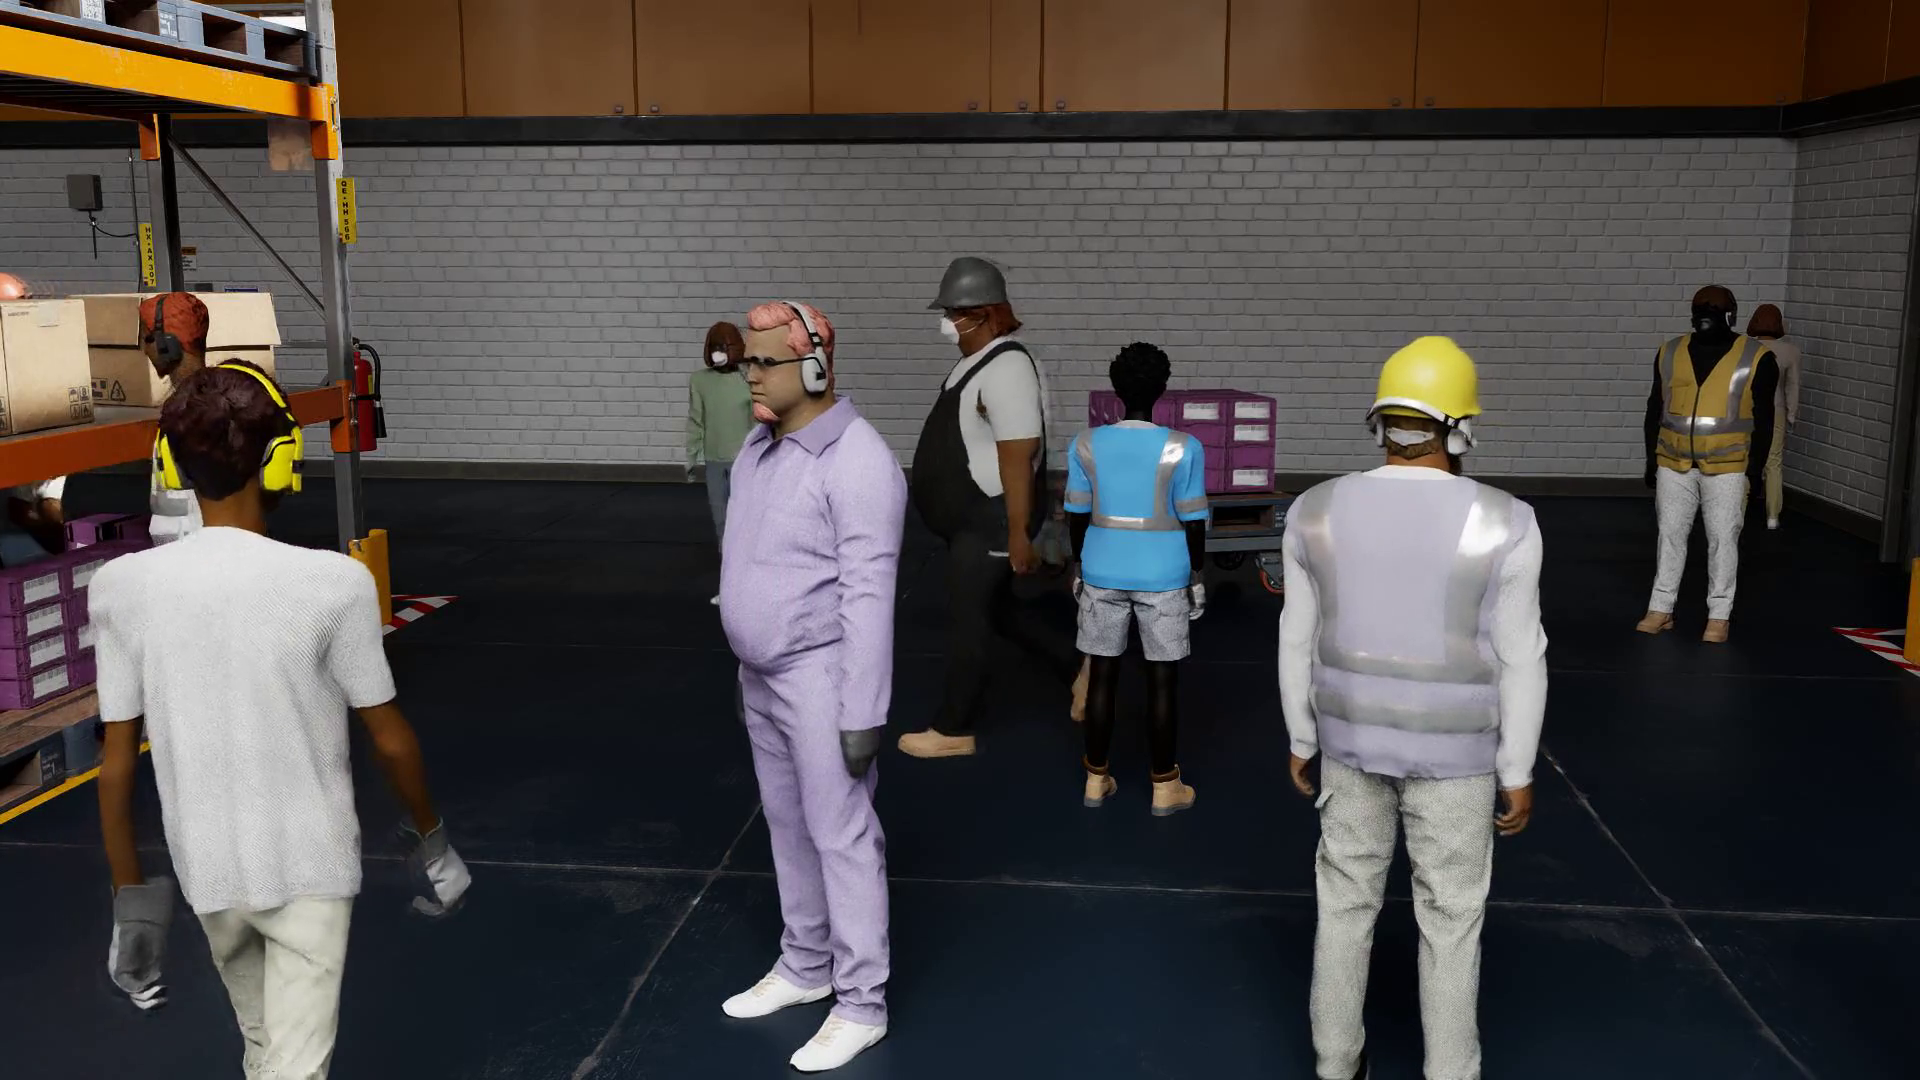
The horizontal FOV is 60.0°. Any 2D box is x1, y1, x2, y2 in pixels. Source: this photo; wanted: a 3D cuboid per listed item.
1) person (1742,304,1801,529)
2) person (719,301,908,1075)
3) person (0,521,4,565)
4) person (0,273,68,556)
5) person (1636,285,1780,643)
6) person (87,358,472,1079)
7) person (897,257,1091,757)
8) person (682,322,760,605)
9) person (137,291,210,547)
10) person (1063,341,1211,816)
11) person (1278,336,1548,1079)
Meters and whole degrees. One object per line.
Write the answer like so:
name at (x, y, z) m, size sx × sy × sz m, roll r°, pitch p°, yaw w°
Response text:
person at (5.803, -0.890, 12.073) m, size 0.506 × 1.632 × 0.268 m, roll 2°, pitch 10°, yaw 14°
person at (-0.399, 0.358, 4.176) m, size 0.399 × 1.900 × 0.645 m, roll -6°, pitch 12°, yaw -32°
person at (-5.233, -0.275, 8.487) m, size 0.538 × 1.655 × 0.847 m, roll 1°, pitch 10°, yaw 4°
person at (-5.138, -0.522, 9.209) m, size 0.492 × 1.894 × 0.587 m, roll -5°, pitch 11°, yaw -27°
person at (3.856, -0.393, 8.631) m, size 0.625 × 1.843 × 0.430 m, roll 9°, pitch 13°, yaw 41°
person at (-1.193, 0.594, 3.035) m, size 0.521 × 1.831 × 0.833 m, roll 1°, pitch 10°, yaw 8°
person at (0.191, -0.149, 6.665) m, size 0.829 × 2.000 × 0.688 m, roll -1°, pitch 10°, yaw -8°
person at (-1.321, -0.423, 9.445) m, size 0.515 × 1.624 × 0.344 m, roll 5°, pitch 11°, yaw 25°
person at (-2.593, 0.094, 5.720) m, size 0.357 × 1.885 × 0.573 m, roll -3°, pitch 10°, yaw -17°
person at (0.637, 0.143, 5.969) m, size 0.540 × 1.700 × 0.316 m, roll 5°, pitch 11°, yaw 25°
person at (1.028, 0.456, 3.796) m, size 0.599 × 1.830 × 0.403 m, roll 6°, pitch 12°, yaw 31°
